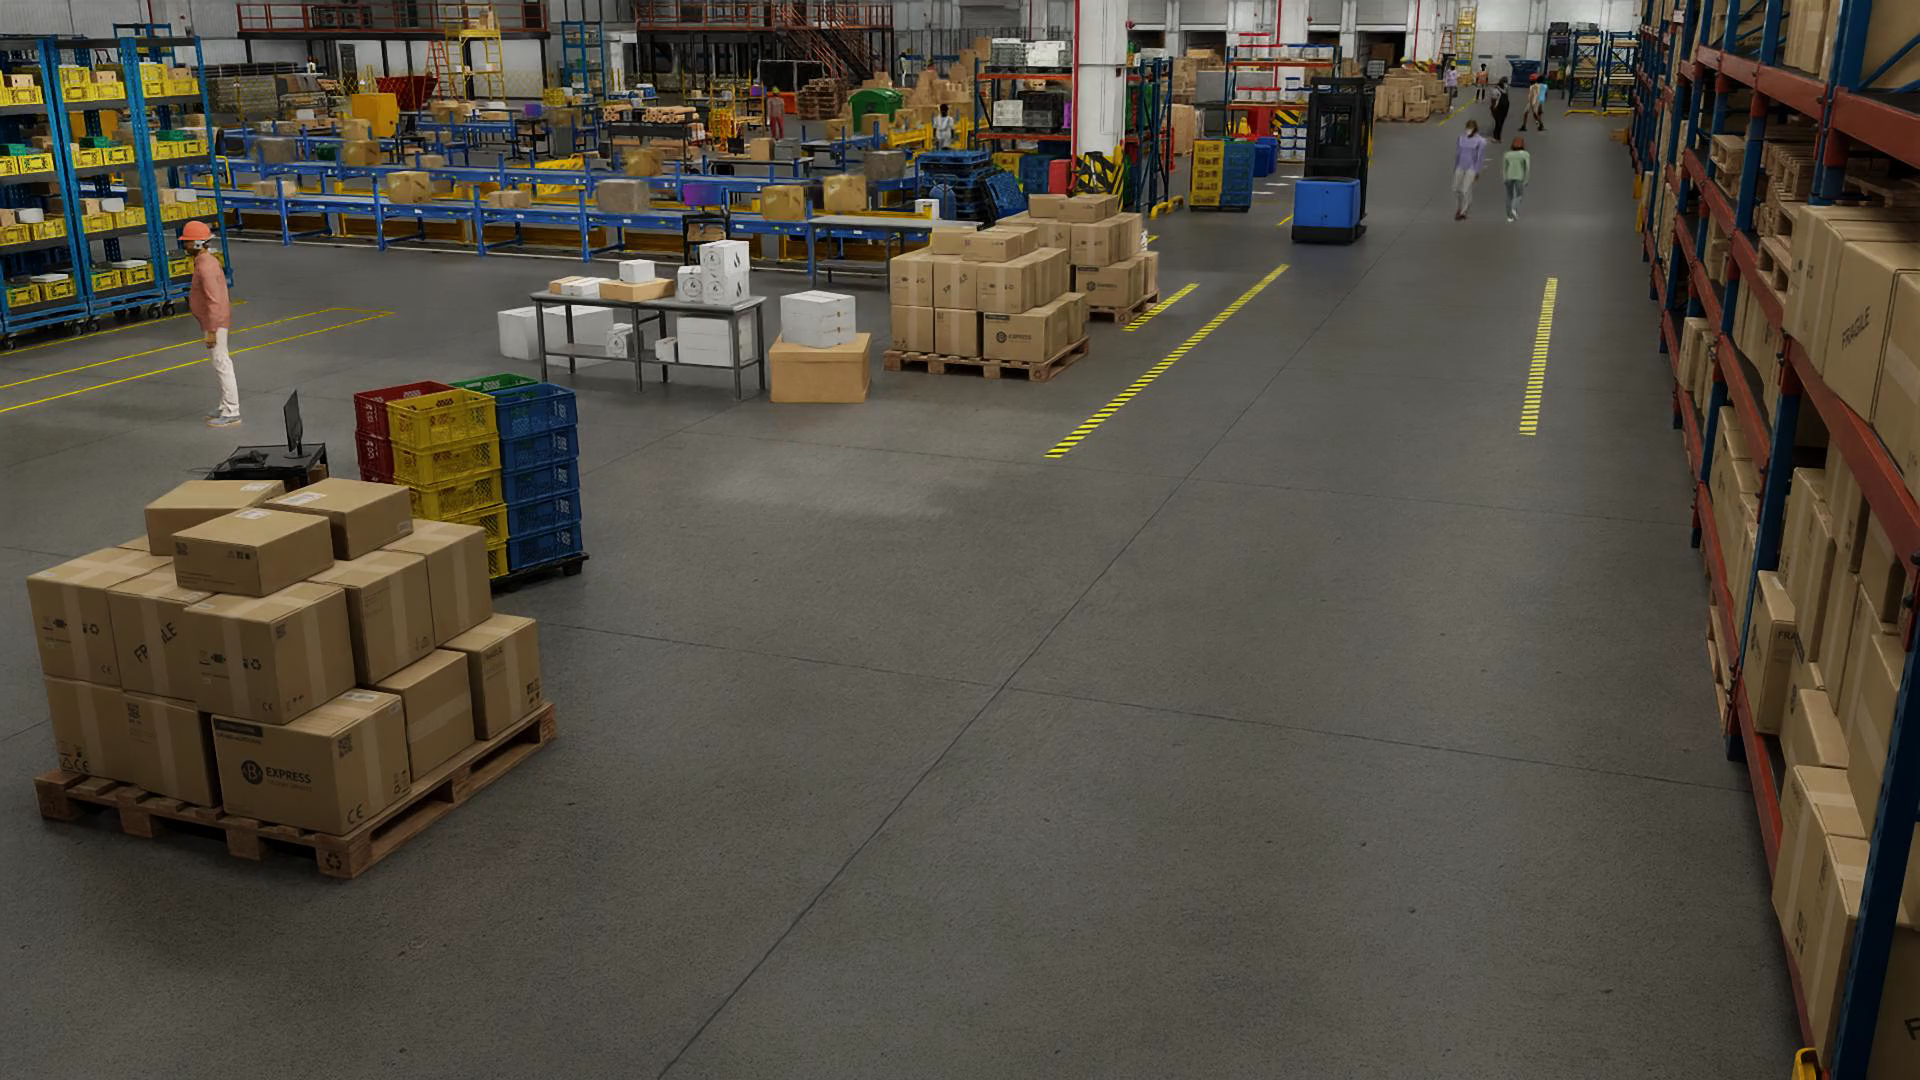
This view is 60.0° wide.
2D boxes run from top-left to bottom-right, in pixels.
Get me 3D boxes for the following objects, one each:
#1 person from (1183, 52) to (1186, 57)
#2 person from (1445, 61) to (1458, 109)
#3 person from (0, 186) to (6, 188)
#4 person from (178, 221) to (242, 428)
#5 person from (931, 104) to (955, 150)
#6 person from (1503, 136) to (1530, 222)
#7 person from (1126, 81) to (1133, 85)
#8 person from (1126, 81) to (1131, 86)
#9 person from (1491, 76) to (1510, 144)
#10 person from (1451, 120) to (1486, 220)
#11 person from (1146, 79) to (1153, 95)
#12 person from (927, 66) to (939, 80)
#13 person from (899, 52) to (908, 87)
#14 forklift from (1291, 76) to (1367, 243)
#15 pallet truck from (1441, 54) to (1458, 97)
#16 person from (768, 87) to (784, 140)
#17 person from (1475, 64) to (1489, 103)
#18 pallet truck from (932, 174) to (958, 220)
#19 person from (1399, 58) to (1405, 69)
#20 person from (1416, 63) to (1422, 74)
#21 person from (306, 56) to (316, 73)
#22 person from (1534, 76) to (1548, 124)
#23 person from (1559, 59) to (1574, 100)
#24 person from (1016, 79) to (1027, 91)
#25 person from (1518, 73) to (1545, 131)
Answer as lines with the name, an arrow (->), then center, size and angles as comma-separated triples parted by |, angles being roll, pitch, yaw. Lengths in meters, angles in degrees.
person -> 11.460, -24.067, 85.368 | 0.612, 1.893, 1.013 | -5, 18, -16
person -> 20.381, -18.875, 69.010 | 0.594, 1.924, 0.382 | -7, 19, -21
person -> -17.266, -6.277, 29.578 | 0.601, 1.830, 0.403 | -3, 18, -9
person -> -7.284, -2.097, 16.179 | 0.381, 1.996, 0.608 | -7, 19, -22
person -> -0.450, -10.153, 42.043 | 0.542, 1.654, 0.866 | 8, 19, 23
person -> 10.654, -6.919, 31.941 | 0.496, 1.618, 0.369 | 11, 21, 31
person -> 7.525, -20.661, 74.803 | 0.725, 1.818, 0.627 | -6, 19, -17
person -> 5.608, -15.236, 57.781 | 0.733, 1.791, 0.704 | 14, 22, 37
person -> 16.554, -13.144, 50.818 | 0.699, 2.000, 0.606 | -15, 23, -39
person -> 9.807, -7.146, 32.168 | 0.428, 1.917, 0.650 | -15, 23, -39
person -> 6.523, -15.119, 57.295 | 0.328, 1.876, 0.513 | 9, 20, 26
person -> -0.986, -16.192, 60.431 | 0.611, 2.021, 0.887 | 11, 21, 30
person -> -2.969, -24.724, 87.528 | 0.429, 1.845, 0.627 | 0, 18, 0
forklift -> 6.598, -6.755, 29.381 | 1.129, 2.768, 1.873 | 6, 19, 19
pallet truck -> 22.765, -21.886, 78.355 | 0.823, 1.965, 1.885 | -4, 18, -14
person -> -5.486, -12.667, 49.822 | 0.525, 1.729, 0.865 | -5, 18, -15
person -> 23.058, -20.175, 73.469 | 0.541, 1.696, 0.315 | 3, 18, 9
pallet truck -> -0.507, -5.292, 27.348 | 0.653, 1.274, 1.630 | 6, 19, 19
person -> 21.305, -22.425, 80.510 | 0.777, 1.711, 0.509 | 5, 18, 15
person -> 20.220, -20.078, 73.103 | 0.857, 1.734, 0.525 | 6, 19, 18
person -> -30.358, -21.679, 77.893 | 0.355, 1.882, 0.575 | 5, 18, 16
person -> 20.814, -15.853, 59.883 | 0.555, 1.685, 0.483 | -5, 18, -14
person -> 27.585, -20.857, 75.413 | 0.536, 1.824, 0.583 | -15, 23, -40
person -> 2.378, -17.563, 65.008 | 0.505, 1.855, 0.423 | -13, 22, -36
person -> 19.433, -14.807, 56.281 | 0.922, 1.907, 0.560 | -6, 19, -19
